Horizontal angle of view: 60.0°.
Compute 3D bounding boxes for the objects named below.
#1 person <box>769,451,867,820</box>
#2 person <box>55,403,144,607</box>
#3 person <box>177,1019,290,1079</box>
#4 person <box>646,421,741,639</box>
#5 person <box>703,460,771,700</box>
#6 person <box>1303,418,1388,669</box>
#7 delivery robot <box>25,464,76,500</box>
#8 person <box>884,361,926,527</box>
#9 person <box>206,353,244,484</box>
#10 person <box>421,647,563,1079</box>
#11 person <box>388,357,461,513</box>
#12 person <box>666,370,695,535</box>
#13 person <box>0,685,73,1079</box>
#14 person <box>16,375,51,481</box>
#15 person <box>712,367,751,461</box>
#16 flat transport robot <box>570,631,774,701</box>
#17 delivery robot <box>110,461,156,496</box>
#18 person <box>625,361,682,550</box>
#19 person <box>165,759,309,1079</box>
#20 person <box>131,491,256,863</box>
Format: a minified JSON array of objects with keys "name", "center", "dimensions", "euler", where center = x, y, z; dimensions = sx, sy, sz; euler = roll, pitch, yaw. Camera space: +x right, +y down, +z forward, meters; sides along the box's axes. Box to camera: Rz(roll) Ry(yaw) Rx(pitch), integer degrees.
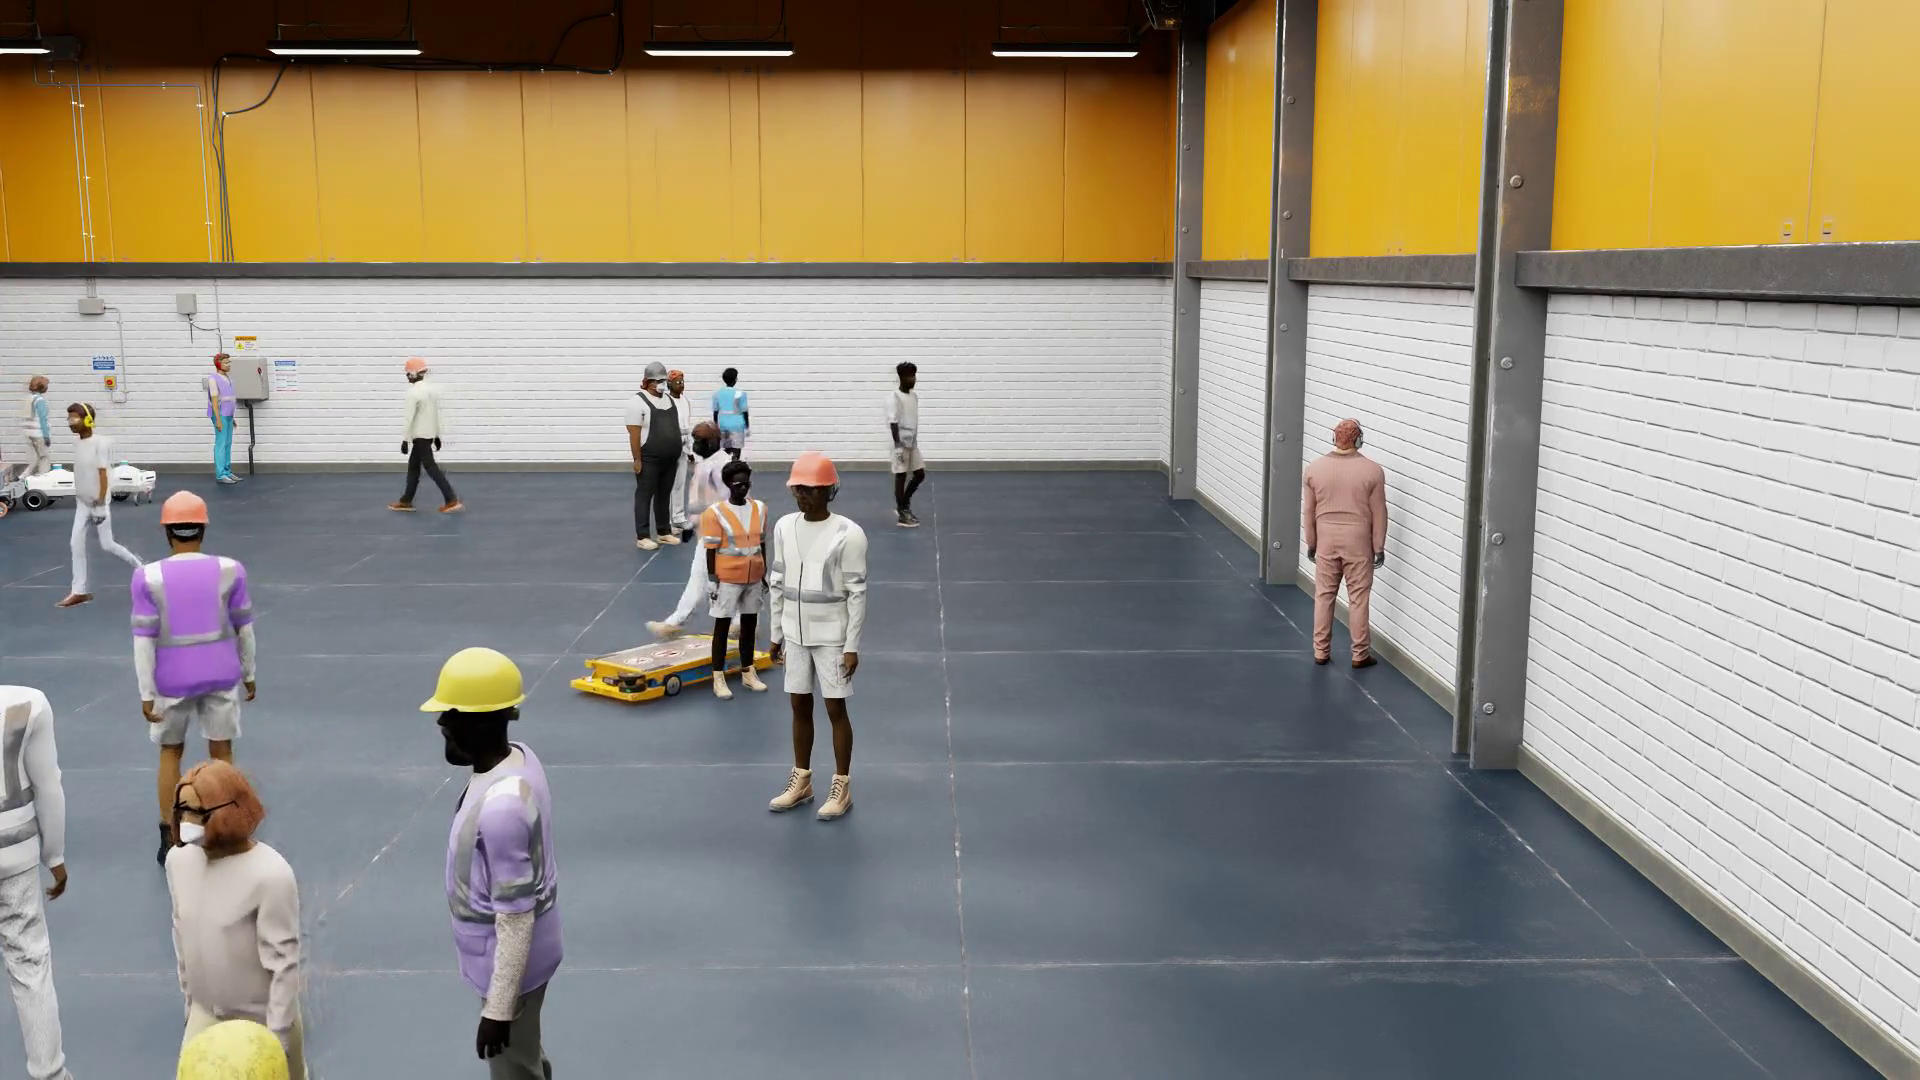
[{"name":"person","center":[-0.803,0.523,9.201],"dimensions":[0.608,2.047,0.365],"euler":[5,11,29]},{"name":"person","center":[-7.849,-0.343,15.160],"dimensions":[0.517,1.842,0.832],"euler":[4,10,25]},{"name":"person","center":[-1.292,1.689,3.083],"dimensions":[0.506,1.693,0.900],"euler":[-4,10,-24]},{"name":"person","center":[-2.128,-0.064,13.559],"dimensions":[0.957,1.789,0.660],"euler":[-3,10,-16]},{"name":"person","center":[-1.574,0.273,11.803],"dimensions":[0.540,1.695,0.317],"euler":[-8,12,-40]},{"name":"person","center":[2.940,0.026,12.677],"dimensions":[0.643,1.909,0.410],"euler":[5,10,27]},{"name":"delivery robot","center":[-11.416,-0.715,21.066],"dimensions":[0.707,0.478,0.477],"euler":[-2,9,-14]},{"name":"person","center":[-0.648,-1.130,19.605],"dimensions":[0.427,1.955,0.634],"euler":[6,11,33]},{"name":"person","center":[-10.449,-1.720,23.573],"dimensions":[0.389,1.843,0.563],"euler":[-1,9,-4]},{"name":"person","center":[-1.386,1.266,5.007],"dimensions":[0.374,1.928,0.584],"euler":[-2,10,-14]},{"name":"person","center":[-6.679,-1.302,20.710],"dimensions":[1.009,1.950,0.630],"euler":[1,9,8]},{"name":"person","center":[-3.267,-1.011,19.104],"dimensions":[0.359,1.883,0.573],"euler":[6,11,31]},{"name":"person","center":[-3.457,1.151,5.850],"dimensions":[0.574,1.883,0.360],"euler":[-5,11,-29]},{"name":"person","center":[-12.301,-1.377,22.134],"dimensions":[0.461,1.621,0.577],"euler":[-9,13,-44]},{"name":"person","center":[-3.159,-1.549,23.018],"dimensions":[0.538,1.684,0.389],"euler":[4,10,24]},{"name":"flat transport robot","center":[-2.096,0.913,12.237],"dimensions":[0.652,0.197,1.431],"euler":[7,12,37]},{"name":"delivery robot","center":[-10.781,-0.781,21.468],"dimensions":[0.707,0.478,0.477],"euler":[1,9,6]},{"name":"person","center":[-3.277,-0.929,18.122],"dimensions":[0.536,2.000,0.684],"euler":[6,11,33]},{"name":"person","center":[-2.193,1.439,4.960],"dimensions":[0.519,1.579,0.842],"euler":[3,10,21]},{"name":"person","center":[-3.912,0.710,8.523],"dimensions":[0.570,1.911,0.441],"euler":[-5,11,-29]}]
